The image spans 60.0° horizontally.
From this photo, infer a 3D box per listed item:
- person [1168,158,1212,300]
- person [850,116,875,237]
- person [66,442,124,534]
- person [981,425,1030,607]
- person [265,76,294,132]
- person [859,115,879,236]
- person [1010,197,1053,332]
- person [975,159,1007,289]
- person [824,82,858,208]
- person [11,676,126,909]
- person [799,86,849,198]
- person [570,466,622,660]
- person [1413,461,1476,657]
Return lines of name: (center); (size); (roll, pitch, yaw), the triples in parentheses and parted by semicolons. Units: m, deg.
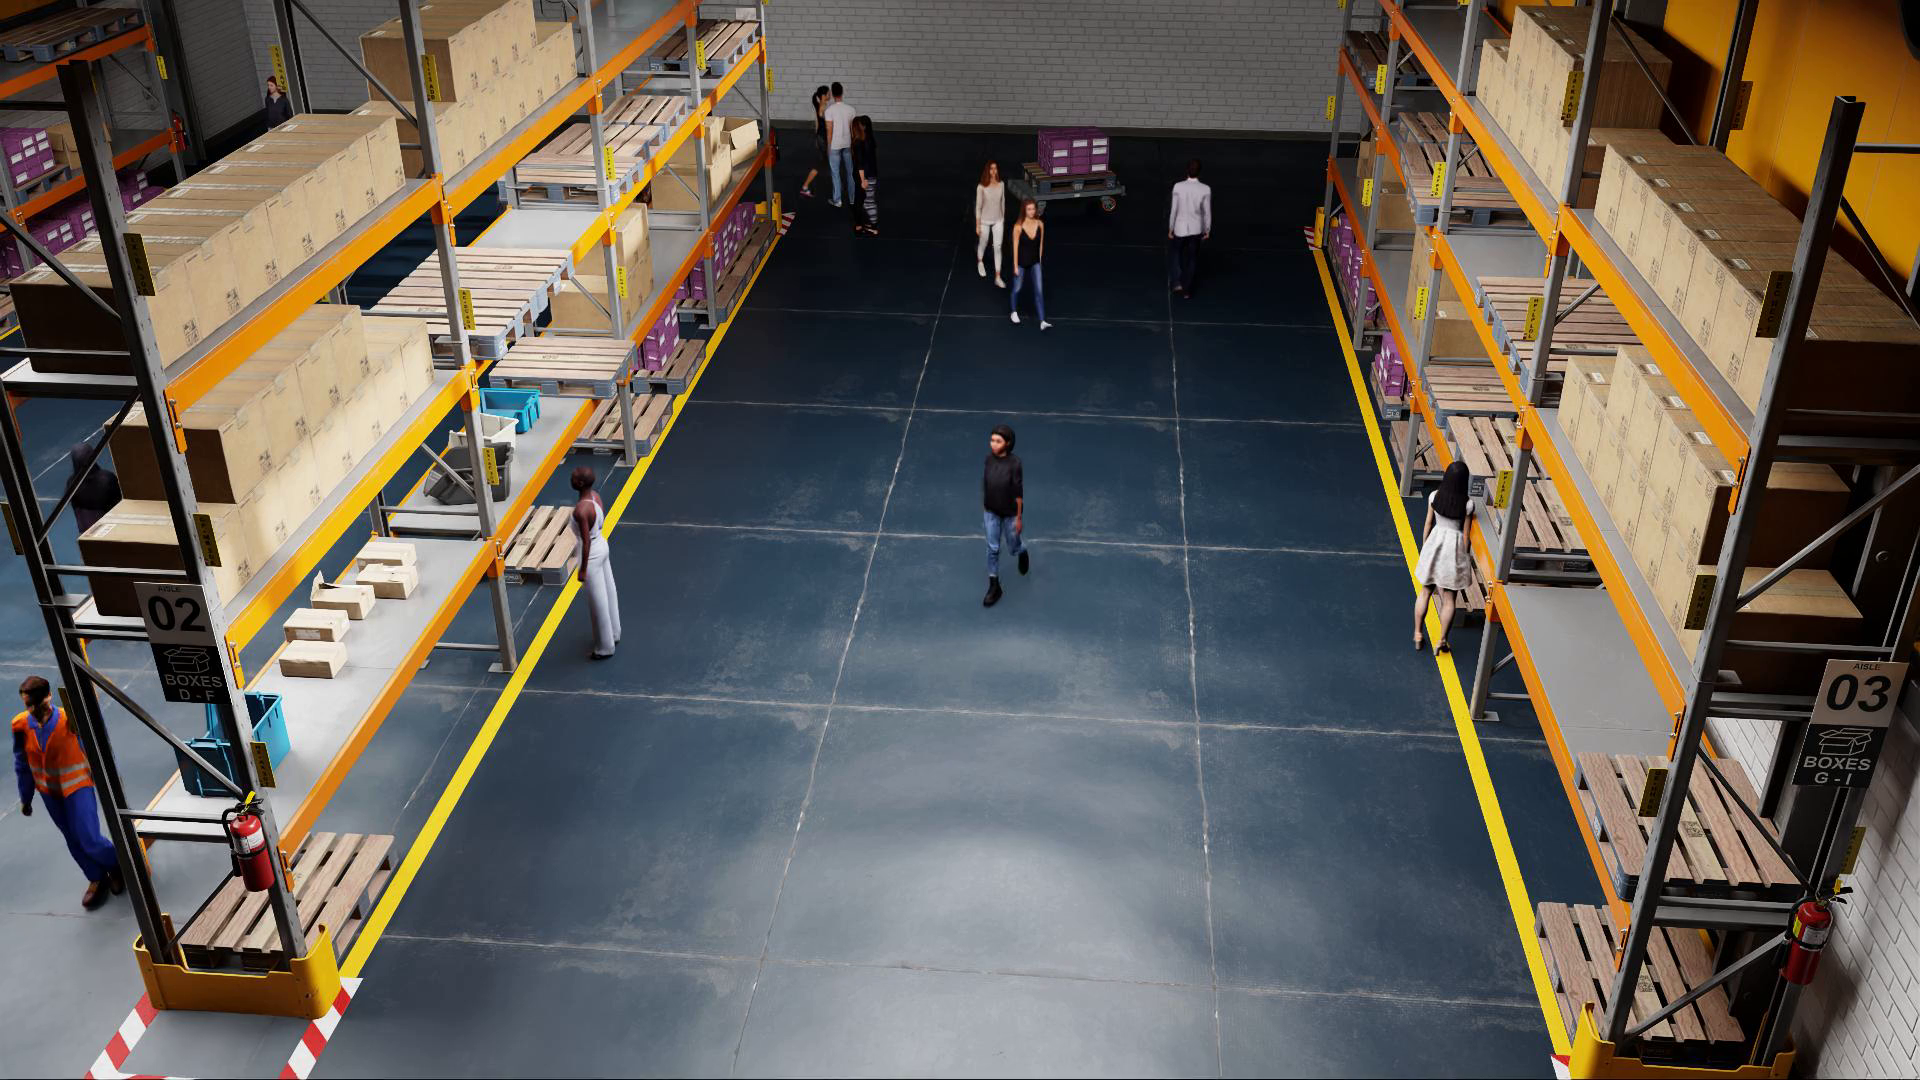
person: (2.971, -4.026, 21.693); (0.710, 1.836, 0.630); (5, 29, 8)
person: (-1.460, -5.297, 24.151); (0.695, 1.712, 0.520); (-3, 29, -5)
person: (-7.602, -0.102, 14.748); (0.752, 1.597, 1.051); (-5, 29, -9)
person: (0.419, -0.265, 14.950); (0.752, 1.690, 0.979); (12, 31, 21)
person: (-10.604, -6.363, 26.036); (0.594, 1.780, 0.533); (5, 29, 10)
person: (-1.317, -5.303, 24.145); (0.667, 1.729, 0.452); (1, 29, 1)
person: (0.806, -3.480, 20.862); (0.875, 1.672, 1.134); (-10, 30, -18)
person: (0.373, -4.289, 22.341); (0.912, 1.677, 1.182); (-9, 30, -17)
person: (-1.818, -6.027, 25.334); (0.753, 1.862, 0.755); (-14, 32, -25)
person: (-6.015, 1.646, 11.279); (0.729, 1.850, 0.696); (0, 29, 0)
person: (-2.177, -6.116, 25.670); (0.958, 1.696, 1.091); (-12, 31, -21)
person: (-3.086, 0.179, 14.042); (0.631, 1.781, 0.402); (3, 29, 5)
person: (4.112, 0.150, 14.105); (0.776, 1.769, 0.800); (19, 34, 30)
